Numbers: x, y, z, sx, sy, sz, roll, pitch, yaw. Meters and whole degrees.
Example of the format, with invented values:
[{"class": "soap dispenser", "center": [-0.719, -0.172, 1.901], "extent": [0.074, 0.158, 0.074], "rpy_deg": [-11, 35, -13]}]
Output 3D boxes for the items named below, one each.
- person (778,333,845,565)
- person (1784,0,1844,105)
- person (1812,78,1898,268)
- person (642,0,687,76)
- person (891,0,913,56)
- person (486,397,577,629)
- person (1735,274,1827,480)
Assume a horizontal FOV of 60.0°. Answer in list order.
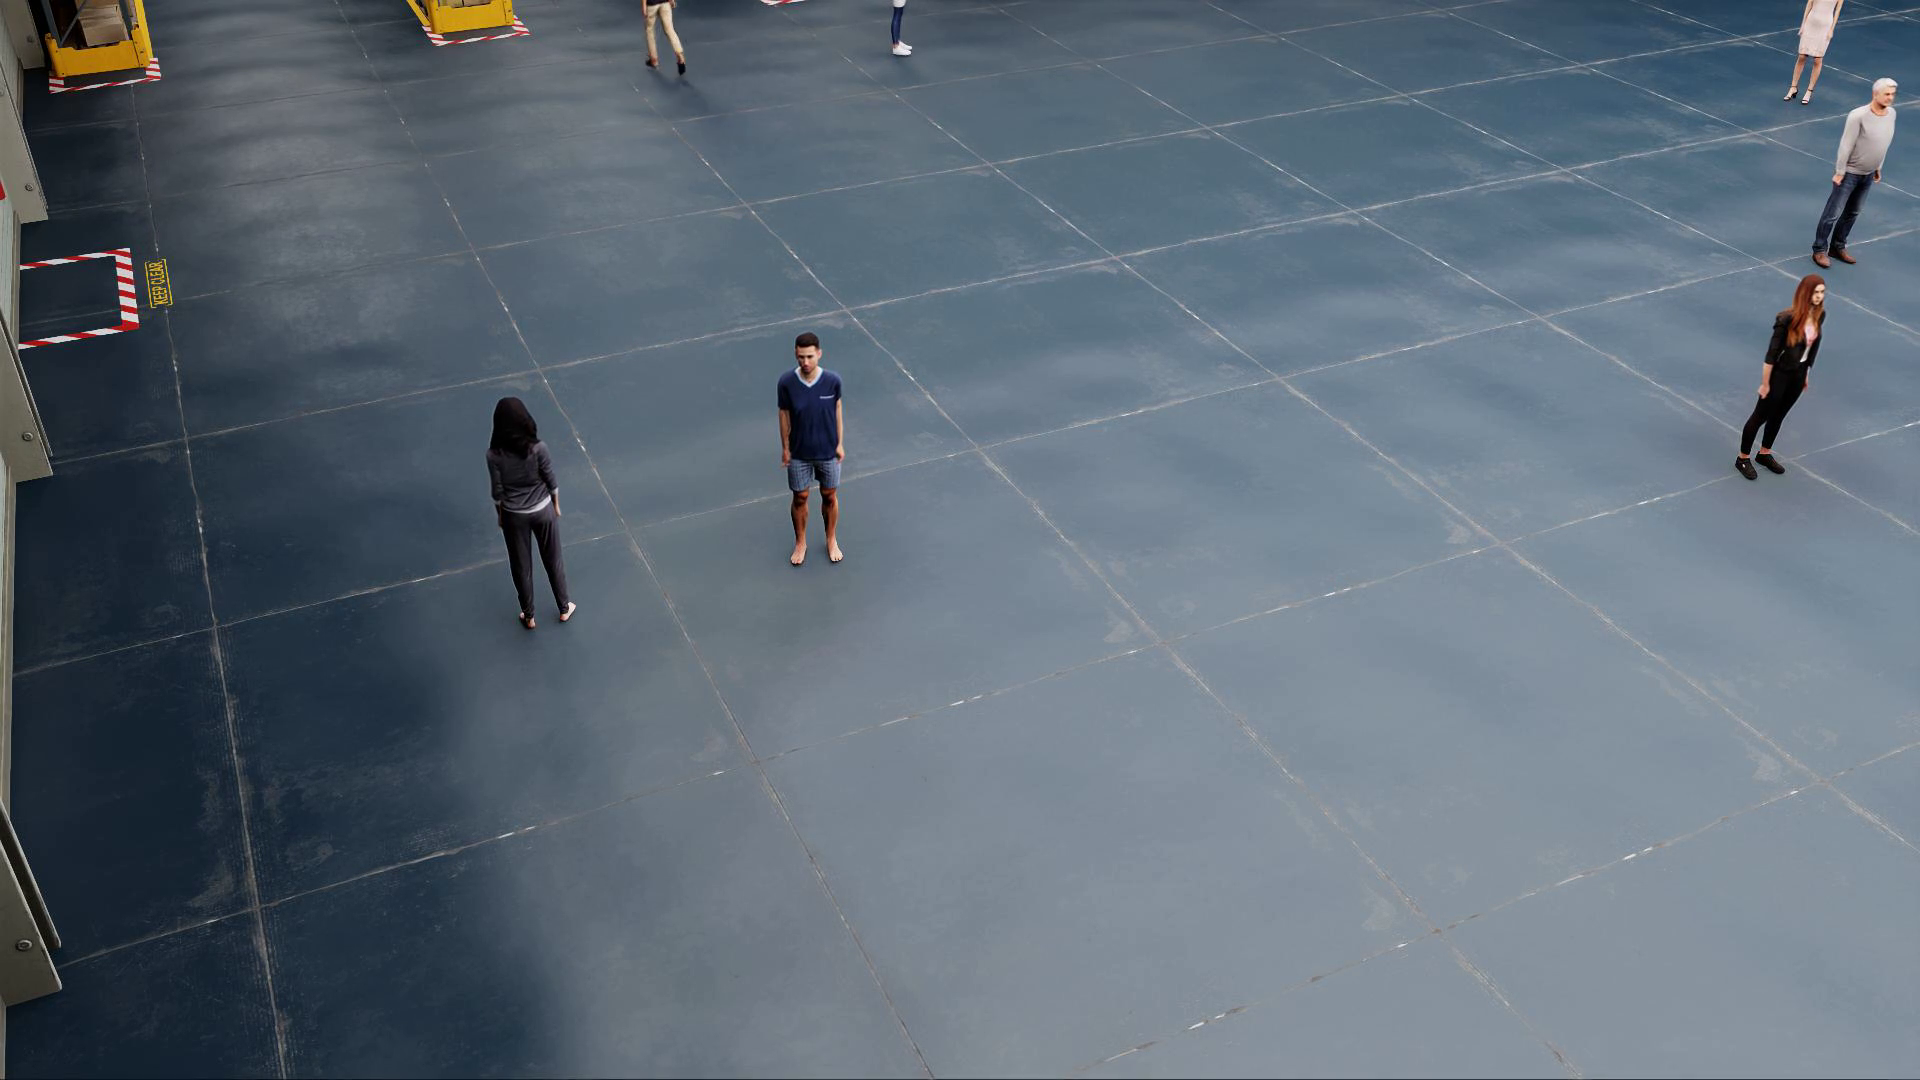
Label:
[{"class": "person", "center": [-1.067, -0.677, 12.084], "extent": [0.683, 1.846, 0.647], "rpy_deg": [-4, 33, -6]}, {"class": "person", "center": [10.816, -6.437, 20.956], "extent": [0.557, 1.830, 0.693], "rpy_deg": [27, 41, 34]}, {"class": "person", "center": [8.988, -3.703, 16.678], "extent": [0.752, 1.910, 0.646], "rpy_deg": [-11, 35, -16]}, {"class": "person", "center": [-3.930, -7.023, 21.857], "extent": [0.797, 1.830, 1.185], "rpy_deg": [-21, 38, -29]}, {"class": "person", "center": [-0.840, -7.563, 22.737], "extent": [0.751, 1.776, 0.634], "rpy_deg": [3, 33, 5]}, {"class": "person", "center": [-2.956, -0.178, 11.391], "extent": [0.616, 1.765, 0.551], "rpy_deg": [-9, 34, -14]}, {"class": "person", "center": [6.534, -1.317, 13.190], "extent": [0.618, 1.713, 0.549], "rpy_deg": [-10, 34, -15]}]
